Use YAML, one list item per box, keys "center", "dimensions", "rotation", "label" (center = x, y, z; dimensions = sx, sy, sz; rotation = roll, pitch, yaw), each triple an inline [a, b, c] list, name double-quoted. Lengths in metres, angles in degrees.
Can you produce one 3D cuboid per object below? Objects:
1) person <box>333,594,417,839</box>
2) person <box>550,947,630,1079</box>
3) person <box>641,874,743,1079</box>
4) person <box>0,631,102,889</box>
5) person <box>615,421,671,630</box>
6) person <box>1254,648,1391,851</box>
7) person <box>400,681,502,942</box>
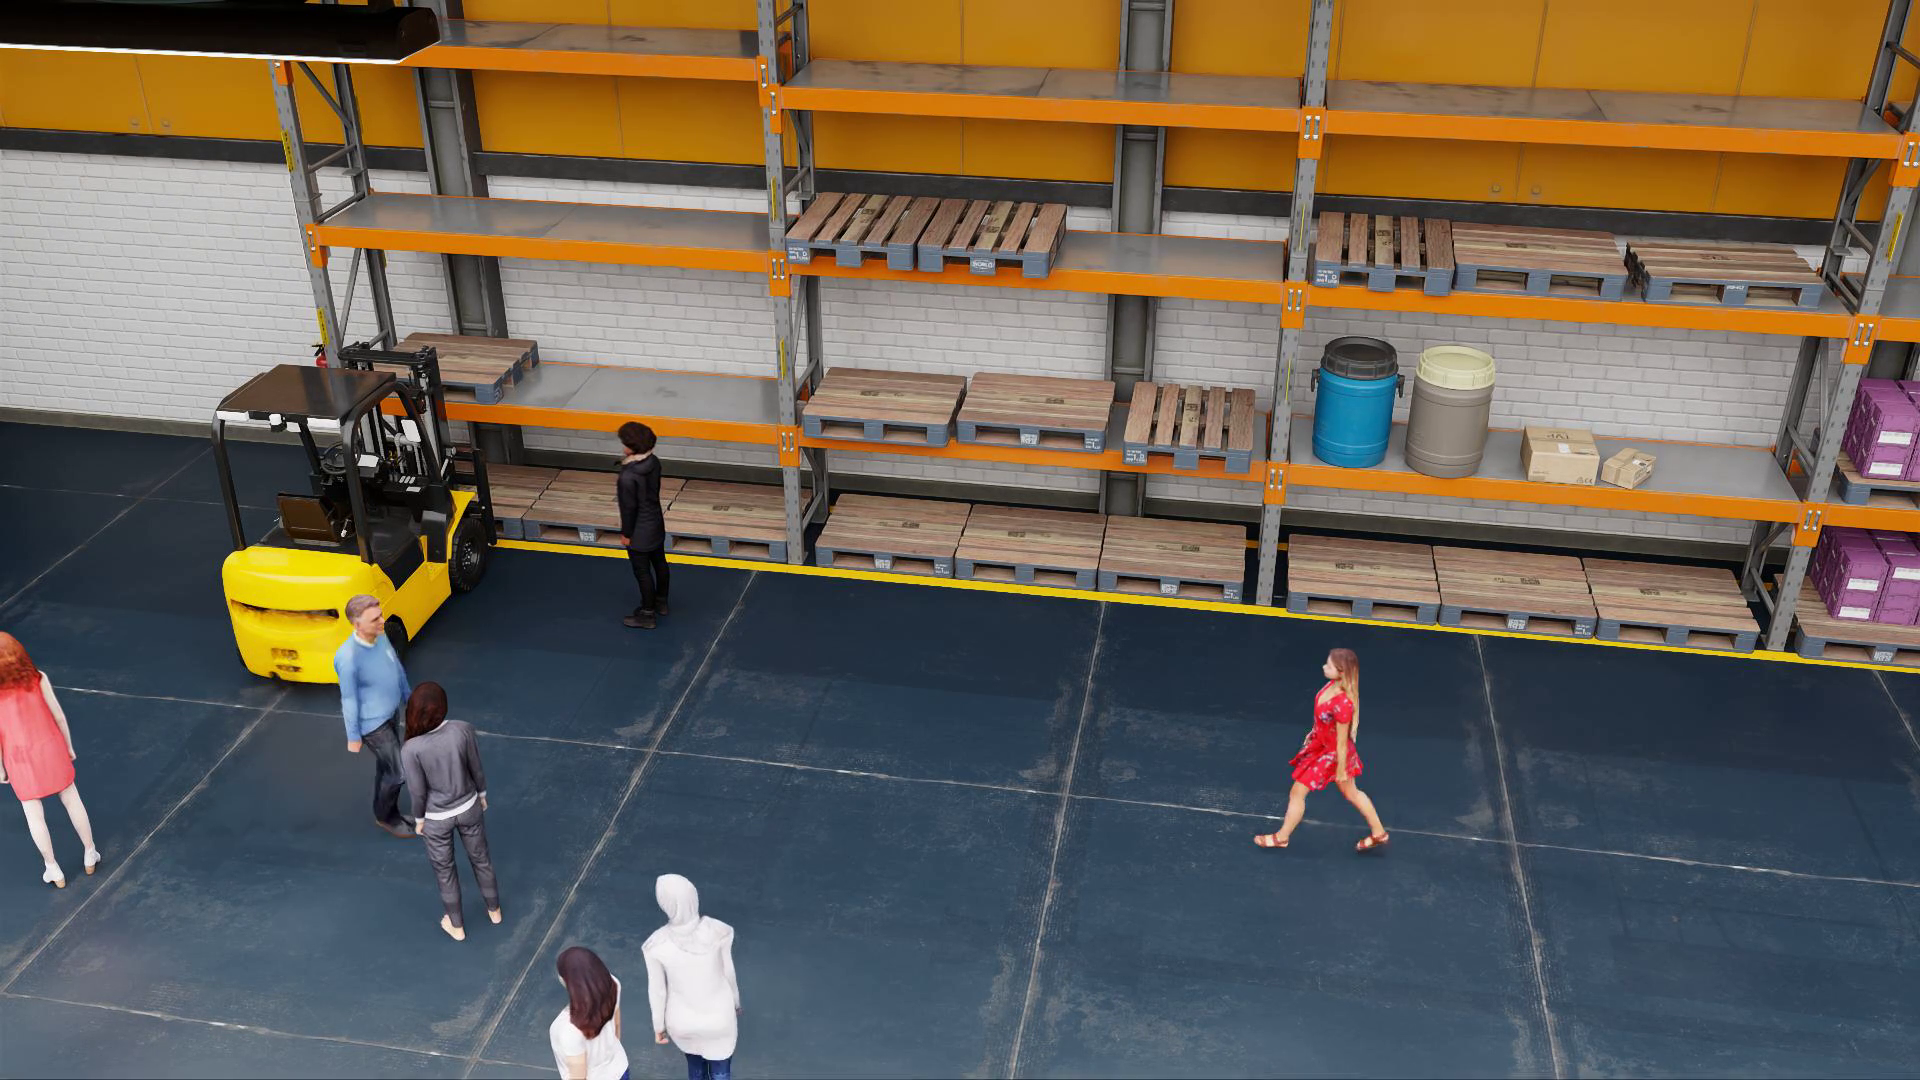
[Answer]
- center: [-3.873, 1.136, 10.806]
  dimensions: [0.621, 1.797, 0.672]
  rotation: [4, 29, 7]
  label: "person"
- center: [-1.756, 2.661, 8.130]
  dimensions: [0.576, 1.683, 0.634]
  rotation: [10, 30, 17]
  label: "person"
- center: [-1.306, 2.478, 8.392]
  dimensions: [0.974, 1.753, 0.831]
  rotation: [-2, 29, -4]
  label: "person"
- center: [-5.749, 1.365, 10.353]
  dimensions: [0.661, 1.828, 0.702]
  rotation: [-22, 36, -34]
  label: "person"
- center: [-2.498, -0.132, 13.147]
  dimensions: [0.677, 1.780, 0.672]
  rotation: [11, 31, 20]
  label: "person"
- center: [2.462, 1.378, 10.618]
  dimensions: [1.085, 1.551, 0.595]
  rotation: [6, 29, 11]
  label: "person"
- center: [-3.051, 1.613, 9.962]
  dimensions: [0.678, 1.768, 0.730]
  rotation: [-20, 34, -32]
  label: "person"
